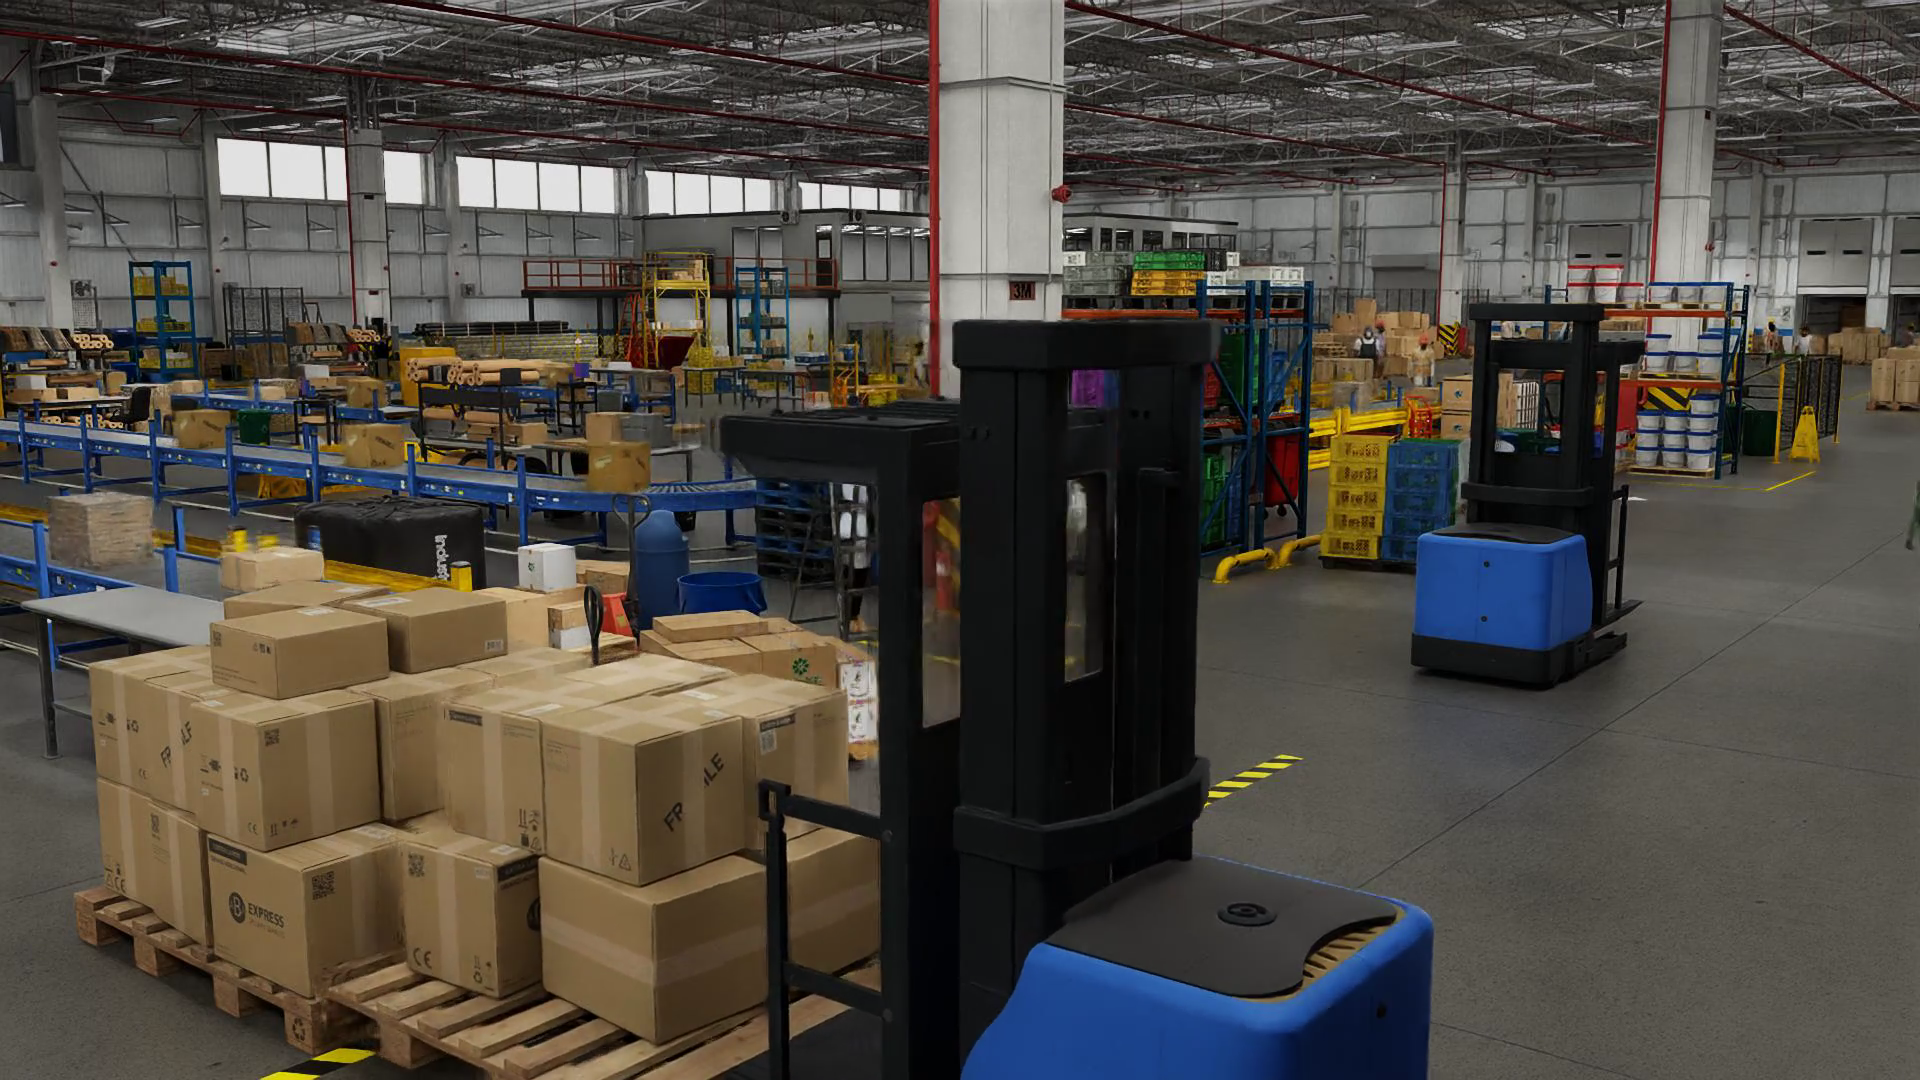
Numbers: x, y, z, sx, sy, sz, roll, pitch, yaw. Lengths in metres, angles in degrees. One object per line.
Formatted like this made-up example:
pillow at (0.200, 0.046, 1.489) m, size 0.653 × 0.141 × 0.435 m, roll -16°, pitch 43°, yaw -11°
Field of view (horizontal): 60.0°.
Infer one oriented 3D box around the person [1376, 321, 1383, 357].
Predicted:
person at (15.338, -7.104, 61.160) m, size 0.988 × 1.883 × 0.590 m, roll -1°, pitch 8°, yaw -4°

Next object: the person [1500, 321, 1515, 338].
person at (24.587, -9.159, 74.709) m, size 0.617 × 1.973 × 0.673 m, roll 2°, pitch 9°, yaw 16°

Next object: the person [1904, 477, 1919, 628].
person at (8.360, -0.014, 14.214) m, size 0.493 × 1.613 × 0.535 m, roll -6°, pitch 10°, yaw -35°

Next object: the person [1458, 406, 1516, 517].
person at (5.129, -0.401, 16.189) m, size 0.594 × 1.818 × 0.421 m, roll 7°, pitch 11°, yaw 38°

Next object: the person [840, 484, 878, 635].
person at (-0.860, -0.045, 14.229) m, size 0.324 × 1.689 × 0.545 m, roll -4°, pitch 9°, yaw -24°

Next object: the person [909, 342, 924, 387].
person at (-0.923, -3.506, 37.117) m, size 1.043 × 1.809 × 0.490 m, roll 3°, pitch 9°, yaw 22°

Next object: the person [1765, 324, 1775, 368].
person at (31.510, -7.532, 64.647) m, size 0.319 × 1.696 × 0.532 m, roll 3°, pitch 9°, yaw 21°

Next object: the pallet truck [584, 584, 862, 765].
pallet truck at (-1.426, 0.805, 10.019) m, size 1.601 × 1.201 × 0.680 m, roll -4°, pitch 9°, yaw -26°

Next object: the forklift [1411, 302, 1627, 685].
forklift at (4.379, -0.438, 12.852) m, size 1.129 × 2.768 × 1.873 m, roll 7°, pitch 11°, yaw 37°

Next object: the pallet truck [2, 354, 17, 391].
pallet truck at (-24.881, -4.417, 42.634) m, size 1.885 × 1.965 × 0.823 m, roll 8°, pitch 11°, yaw 41°

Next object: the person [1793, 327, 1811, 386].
person at (26.115, -5.671, 51.541) m, size 0.519 × 1.865 × 0.327 m, roll -1°, pitch 8°, yaw -5°

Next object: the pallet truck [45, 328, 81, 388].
pallet truck at (-23.775, -4.544, 43.495) m, size 1.885 × 1.965 × 0.823 m, roll 6°, pitch 10°, yaw 35°

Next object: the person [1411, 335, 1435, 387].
person at (11.228, -4.029, 40.401) m, size 0.540 × 1.897 × 0.967 m, roll 1°, pitch 8°, yaw 7°

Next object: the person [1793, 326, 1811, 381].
person at (27.380, -6.039, 54.142) m, size 0.556 × 1.822 × 0.667 m, roll 3°, pitch 9°, yaw 21°

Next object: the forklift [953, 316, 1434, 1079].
forklift at (0.395, 0.722, 5.034) m, size 1.873 × 2.768 × 1.129 m, roll 7°, pitch 11°, yaw 37°

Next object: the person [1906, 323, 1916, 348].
person at (36.954, -7.572, 64.734) m, size 0.428 × 1.754 × 0.528 m, roll 6°, pitch 10°, yaw 35°

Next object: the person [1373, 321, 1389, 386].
person at (13.193, -5.820, 51.996) m, size 0.830 × 2.017 × 0.604 m, roll 6°, pitch 11°, yaw 37°

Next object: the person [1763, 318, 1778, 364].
person at (33.433, -8.230, 68.671) m, size 0.590 × 1.908 × 0.702 m, roll 1°, pitch 8°, yaw 6°

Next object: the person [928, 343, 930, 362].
person at (-0.692, -5.482, 50.640) m, size 0.556 × 1.737 × 0.757 m, roll -2°, pitch 9°, yaw -15°

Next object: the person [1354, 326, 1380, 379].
person at (11.500, -5.092, 47.040) m, size 0.688 × 2.000 × 0.952 m, roll 1°, pitch 8°, yaw 6°

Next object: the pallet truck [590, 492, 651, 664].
pallet truck at (-3.115, 0.344, 12.883) m, size 0.653 × 1.274 × 1.630 m, roll 7°, pitch 11°, yaw 37°
